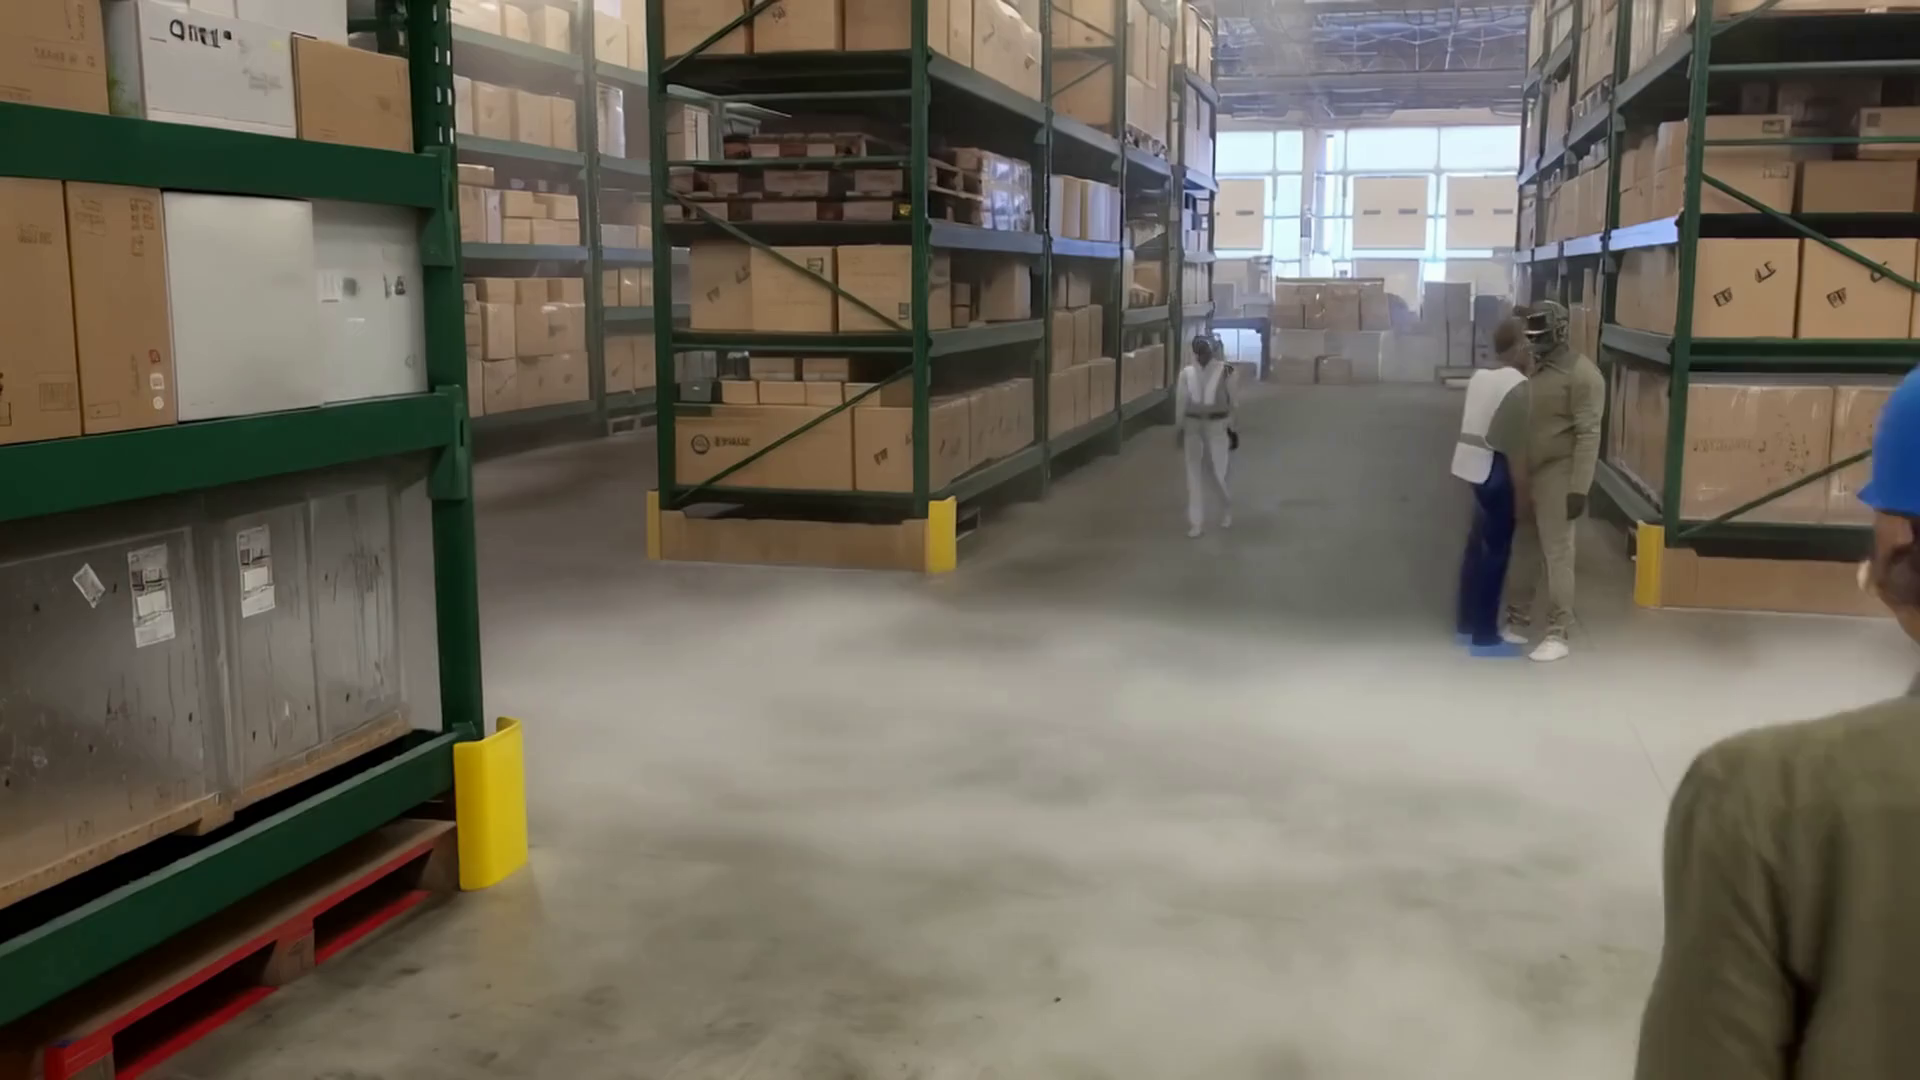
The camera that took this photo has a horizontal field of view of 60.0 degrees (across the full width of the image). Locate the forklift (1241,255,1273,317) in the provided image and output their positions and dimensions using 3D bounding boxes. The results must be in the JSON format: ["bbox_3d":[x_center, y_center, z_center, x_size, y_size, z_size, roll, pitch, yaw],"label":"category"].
[{"bbox_3d":[10.552,-8.662,58.803,1.129,2.768,1.873,2,9,15],"label":"forklift"}]

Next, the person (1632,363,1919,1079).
[{"bbox_3d":[0.952,0.792,1.587,0.625,1.976,0.508,1,9,9],"label":"person"}]

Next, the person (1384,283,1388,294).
[{"bbox_3d":[14.216,-7.697,55.892,0.763,1.860,0.588,-2,9,-10],"label":"person"}]

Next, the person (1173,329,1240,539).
[{"bbox_3d":[1.931,-0.834,13.010,0.537,1.625,0.467,4,10,24],"label":"person"}]

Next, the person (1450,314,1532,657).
[{"bbox_3d":[2.869,-0.288,8.924,0.417,1.832,0.594,-1,9,-5],"label":"person"}]

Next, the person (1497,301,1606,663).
[{"bbox_3d":[3.075,-0.310,8.847,0.408,1.903,0.638,-4,10,-26],"label":"person"}]

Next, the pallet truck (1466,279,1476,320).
[{"bbox_3d":[18.896,-8.459,60.307,1.885,1.965,0.823,5,10,31],"label":"pallet truck"}]

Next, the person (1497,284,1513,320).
[{"bbox_3d":[14.870,-6.052,45.427,0.626,1.890,1.009,-4,10,-21],"label":"person"}]

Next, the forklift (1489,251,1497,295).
[{"bbox_3d":[16.070,-7.134,49.097,1.129,2.768,1.873,-1,9,-4],"label":"forklift"}]
